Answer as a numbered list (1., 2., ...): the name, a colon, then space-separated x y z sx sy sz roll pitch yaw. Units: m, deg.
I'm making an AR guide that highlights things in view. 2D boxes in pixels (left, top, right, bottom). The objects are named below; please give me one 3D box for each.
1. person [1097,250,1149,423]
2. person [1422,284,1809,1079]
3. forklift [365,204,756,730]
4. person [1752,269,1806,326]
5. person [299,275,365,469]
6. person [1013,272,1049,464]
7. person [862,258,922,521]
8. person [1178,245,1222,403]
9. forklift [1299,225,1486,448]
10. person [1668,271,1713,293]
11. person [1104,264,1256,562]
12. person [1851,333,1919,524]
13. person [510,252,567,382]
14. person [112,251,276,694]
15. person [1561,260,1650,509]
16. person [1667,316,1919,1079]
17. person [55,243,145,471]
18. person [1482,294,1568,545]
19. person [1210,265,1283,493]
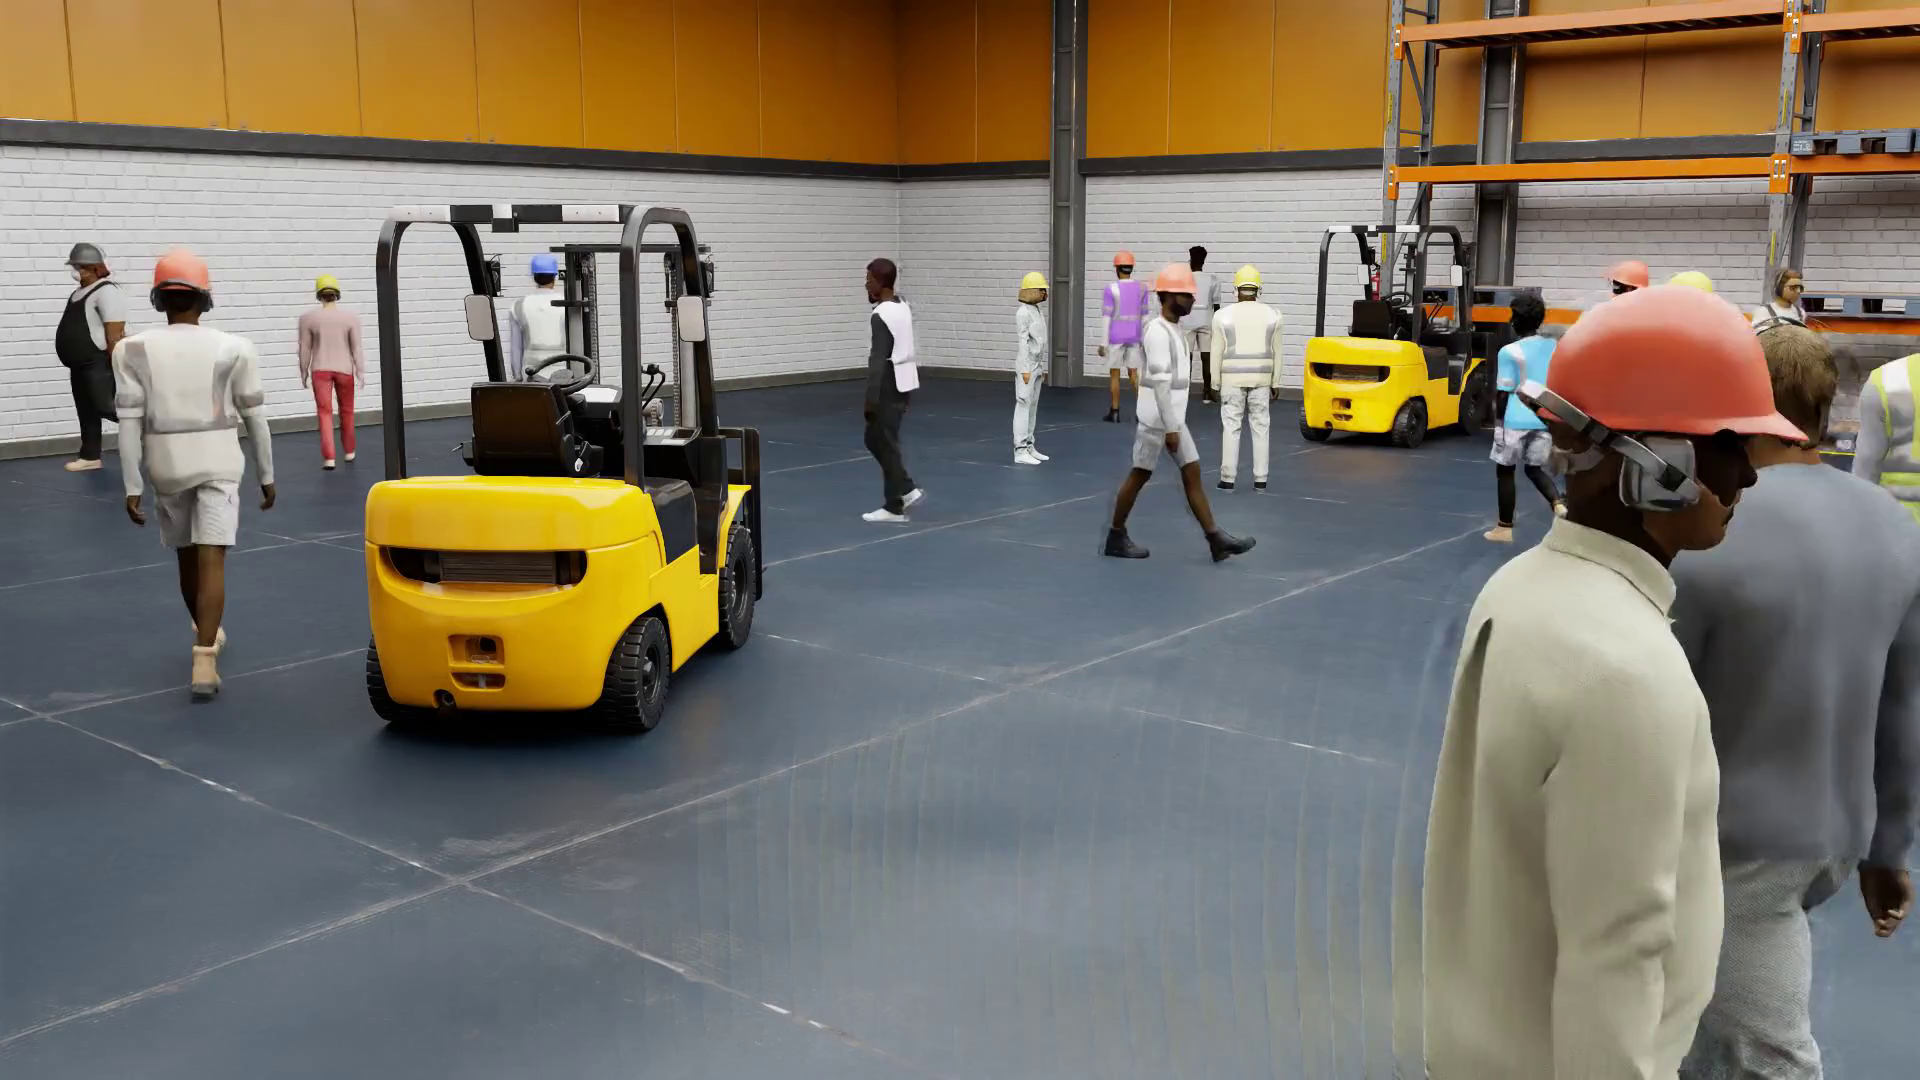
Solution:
1. person: 1.821 -2.243 18.453 0.561 1.936 0.515 -4 11 -21
2. person: 0.812 0.669 2.153 0.431 1.977 0.642 1 10 6
3. forklift: -1.766 -0.406 7.525 1.214 2.155 2.313 1 10 7
4. person: 6.720 -1.306 13.609 0.535 1.792 0.952 -3 11 -16
5. person: -5.660 -1.517 14.991 0.543 1.723 0.828 -4 11 -21
6. person: 0.668 -1.574 15.241 0.297 1.745 0.484 4 11 19
7. person: -0.529 -1.066 11.970 0.456 1.904 0.623 2 10 11
8. person: 2.954 -2.683 20.770 0.613 1.965 0.361 -1 10 -3
9. forklift: 4.449 -2.115 16.993 1.214 2.155 2.313 8 13 38
10. person: 3.862 -0.575 9.389 0.883 1.881 0.602 3 11 16
11. person: 1.353 -0.779 10.451 1.006 1.878 0.564 5 11 24
12. person: 3.890 -0.070 6.645 0.633 1.839 0.429 4 11 20
13. person: -3.296 -1.336 13.393 0.635 1.934 0.427 0 10 -1
14. person: -3.516 -0.324 7.670 0.624 1.989 1.075 -3 11 -17
15. person: 4.709 -1.081 12.108 0.930 1.878 0.567 -4 11 -23
16. person: 1.395 0.536 3.144 0.630 1.892 0.958 -5 11 -27
17. person: -7.613 -1.641 14.789 0.692 2.000 0.758 9 14 42
18. person: 3.771 -0.773 10.967 0.540 1.679 0.568 -4 11 -22
19. person: 2.297 -1.286 13.401 0.590 1.833 0.403 -1 10 -3
